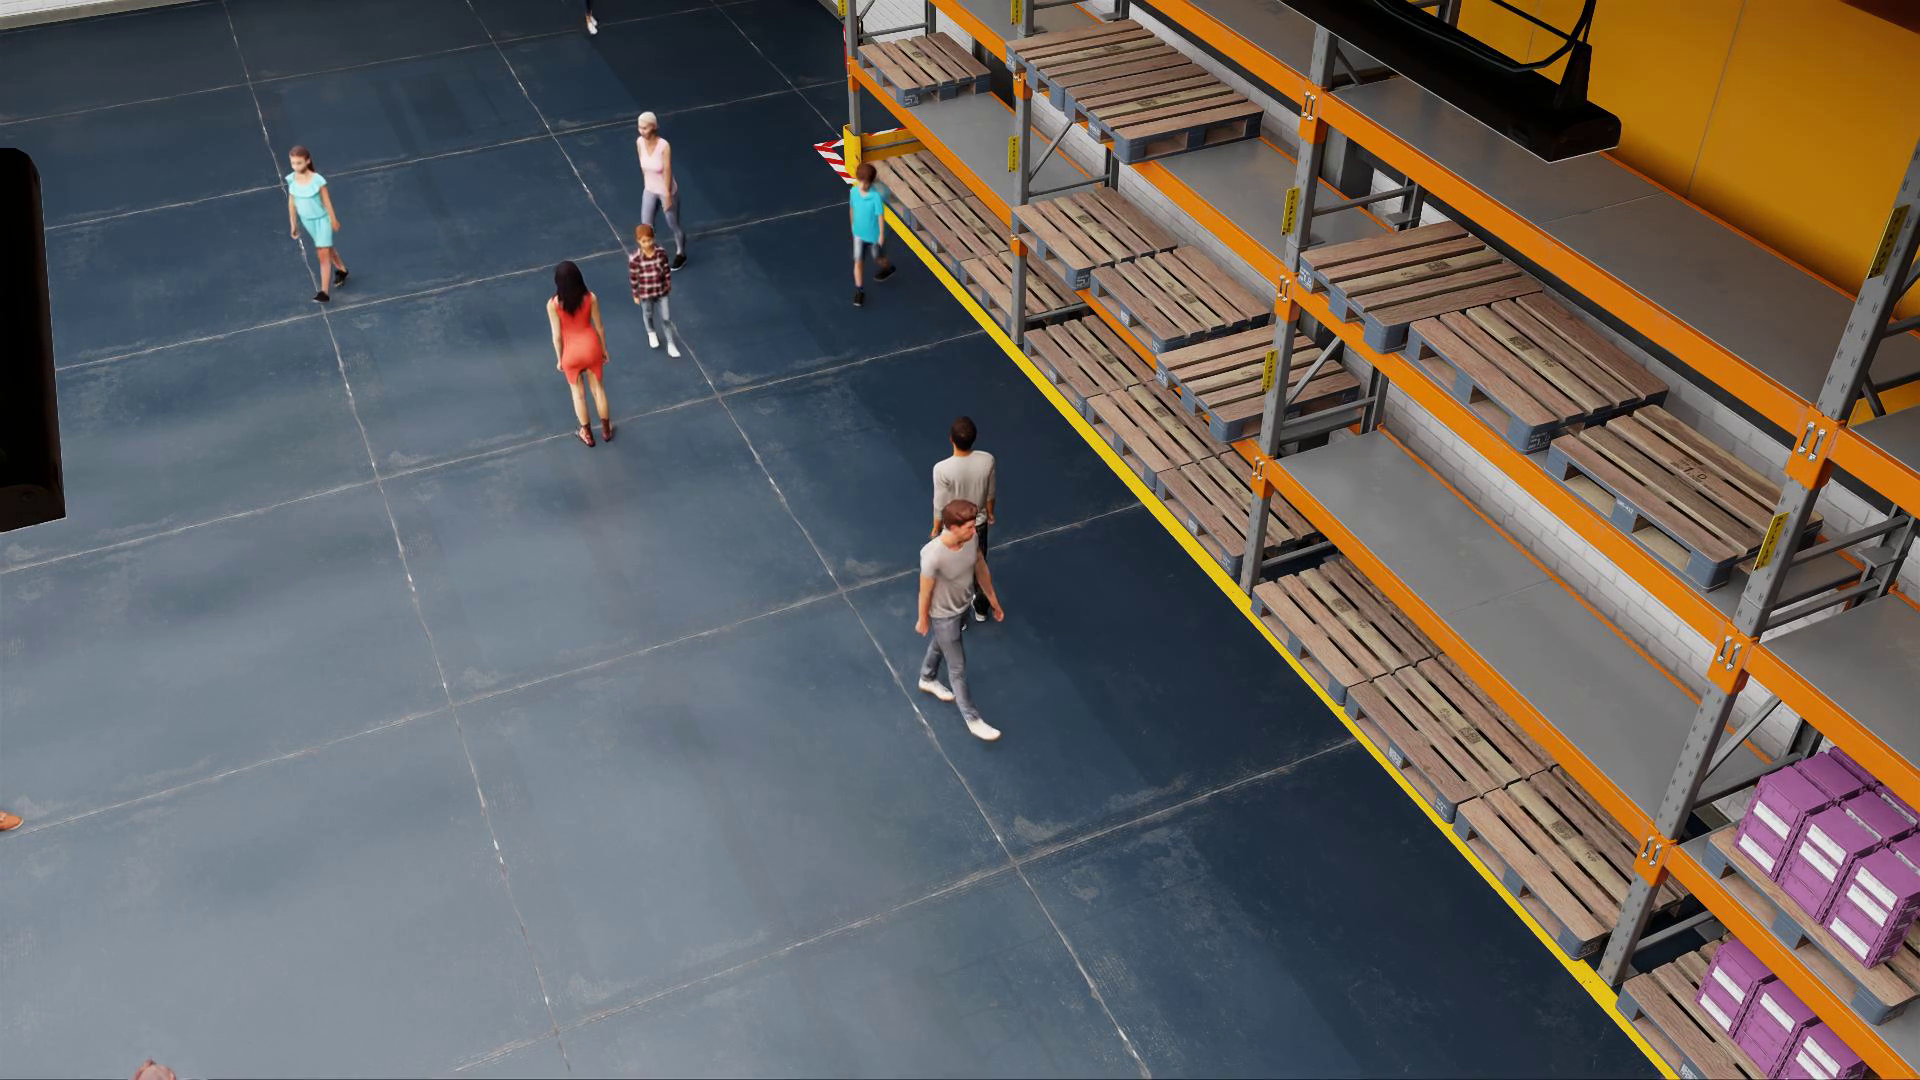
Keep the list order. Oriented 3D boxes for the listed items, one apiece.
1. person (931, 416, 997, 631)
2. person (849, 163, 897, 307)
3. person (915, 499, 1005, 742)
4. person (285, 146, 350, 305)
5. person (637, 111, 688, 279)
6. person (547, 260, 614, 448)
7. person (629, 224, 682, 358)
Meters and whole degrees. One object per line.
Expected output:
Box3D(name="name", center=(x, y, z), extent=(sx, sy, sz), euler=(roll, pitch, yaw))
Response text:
Box3D(name="person", center=(0.038, -0.116, 12.055), extent=(0.642, 1.811, 0.537), euler=(-15, 41, -18))
Box3D(name="person", center=(-0.856, -2.998, 15.984), extent=(0.921, 1.411, 0.968), euler=(17, 42, 20))
Box3D(name="person", center=(-0.135, 0.434, 11.336), extent=(1.178, 1.849, 0.971), euler=(25, 45, 28))
Box3D(name="person", center=(-6.165, -3.099, 16.024), extent=(0.929, 1.520, 1.055), euler=(8, 39, 10))
Box3D(name="person", center=(-2.876, -3.431, 16.295), extent=(0.880, 1.699, 0.919), euler=(14, 41, 17))
Box3D(name="person", center=(-3.176, -1.556, 13.937), extent=(0.583, 1.713, 0.504), euler=(-15, 41, -18))
Box3D(name="person", center=(-2.840, -2.334, 15.257), extent=(0.556, 1.282, 0.799), euler=(-15, 41, -18))
